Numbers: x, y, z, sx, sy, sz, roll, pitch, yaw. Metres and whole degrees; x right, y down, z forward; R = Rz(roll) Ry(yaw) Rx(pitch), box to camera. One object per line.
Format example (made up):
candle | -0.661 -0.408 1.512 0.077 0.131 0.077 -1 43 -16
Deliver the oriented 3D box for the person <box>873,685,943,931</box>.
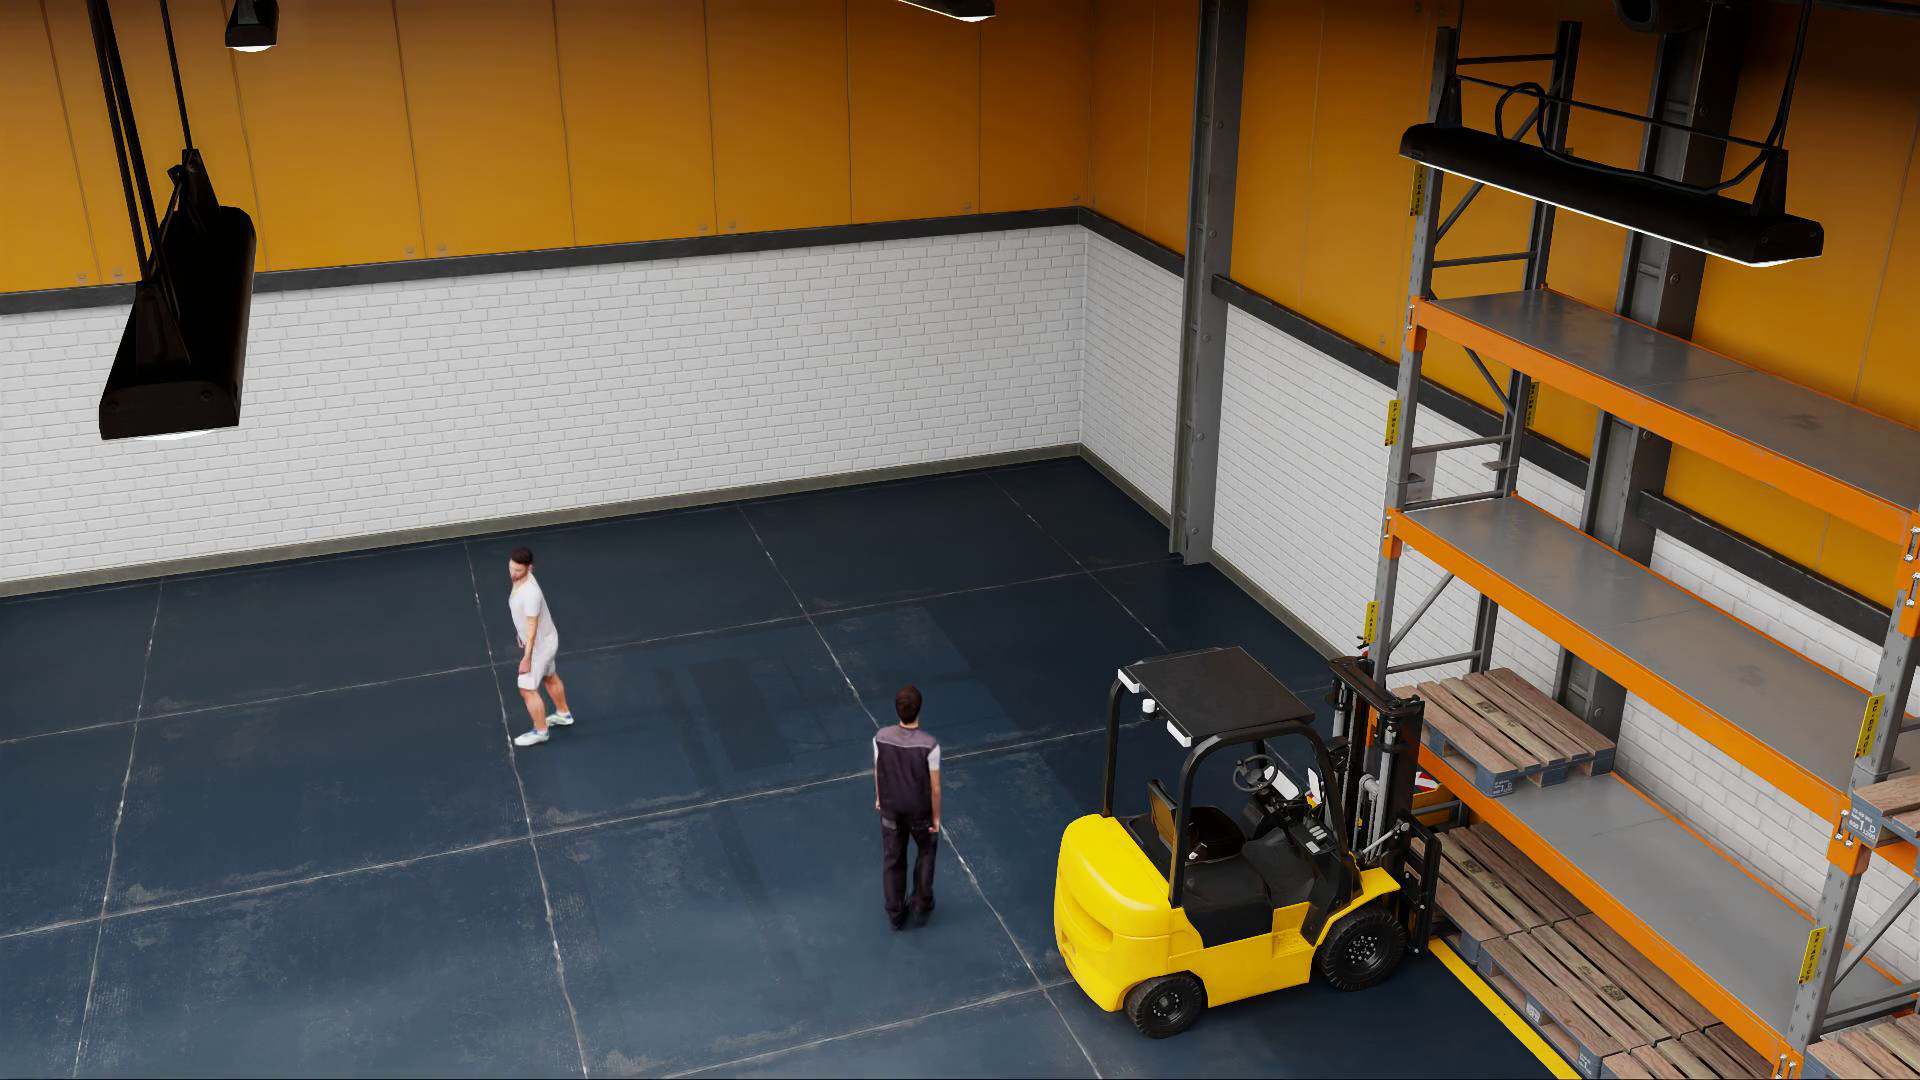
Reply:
person | -0.385 1.886 11.383 0.795 1.833 0.830 4 24 9

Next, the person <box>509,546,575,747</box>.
person | -3.452 0.859 13.764 0.775 1.807 0.690 -4 24 -9
